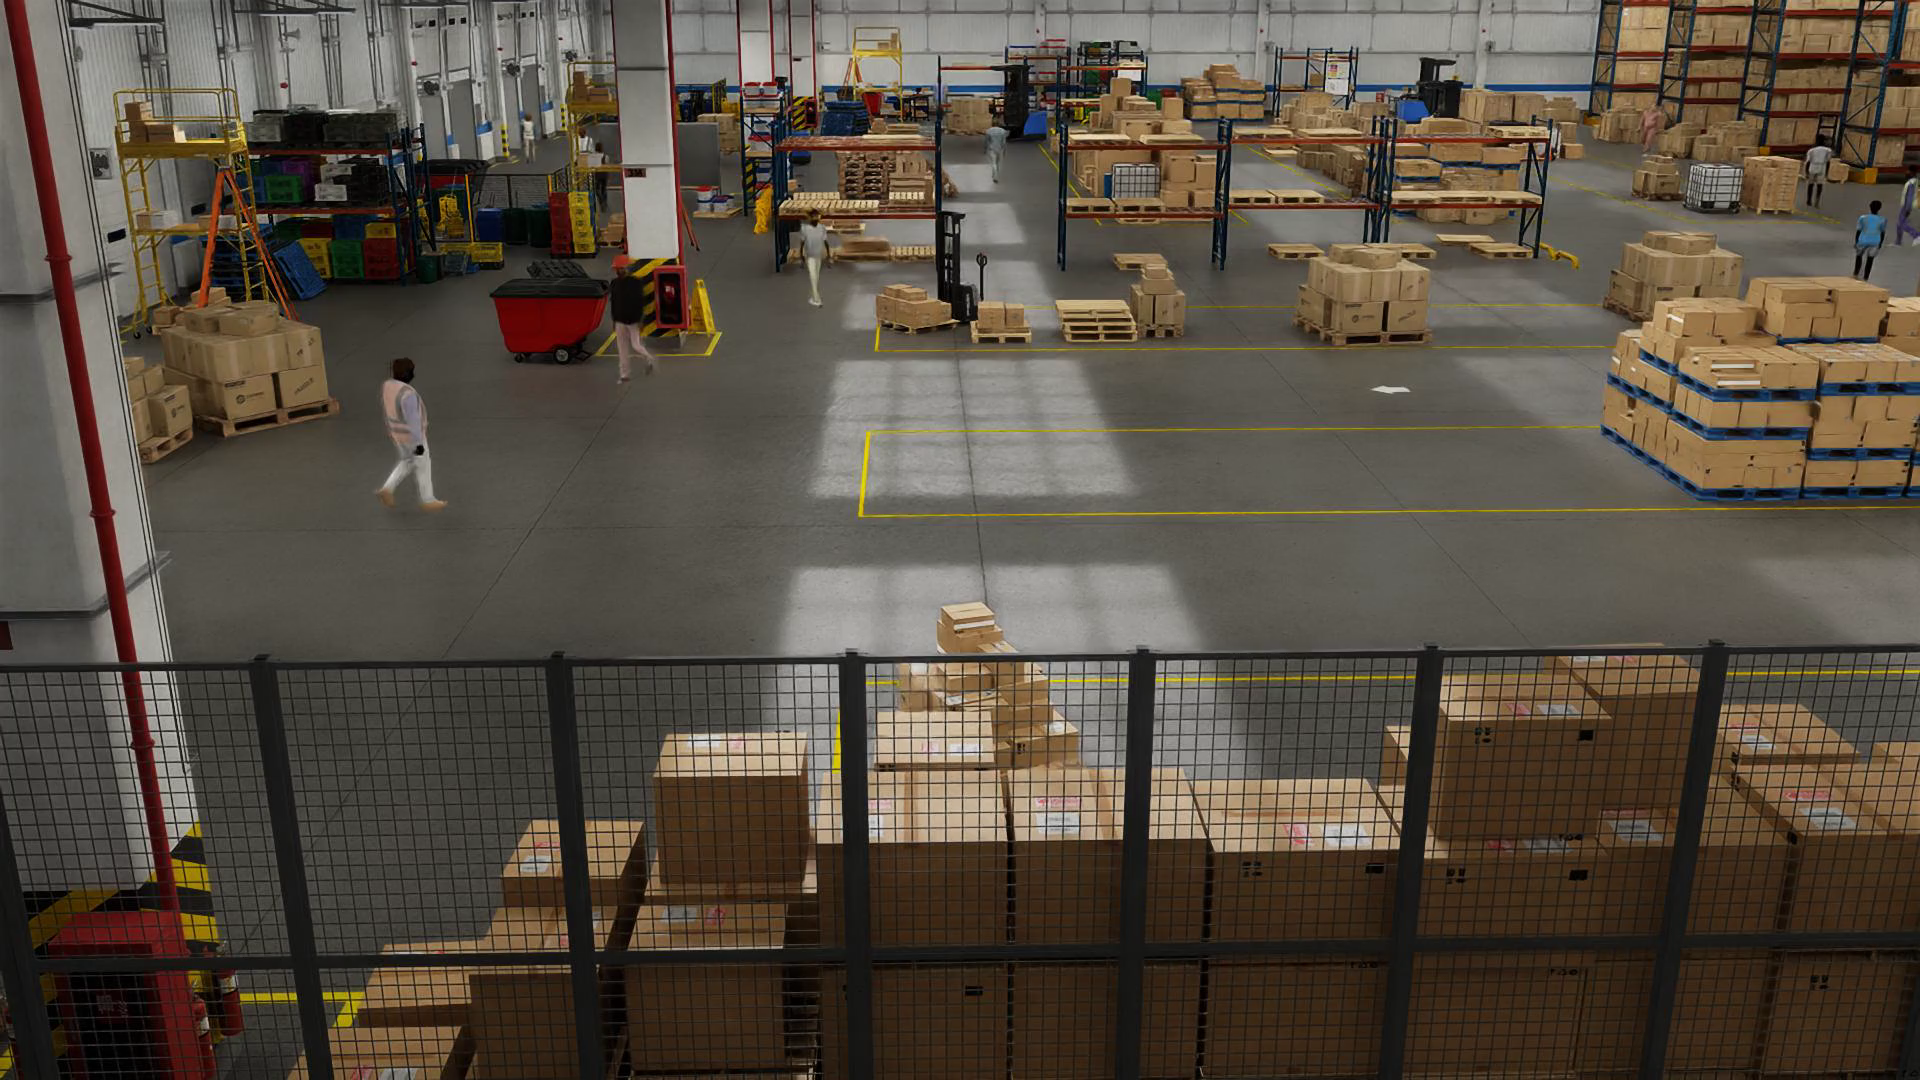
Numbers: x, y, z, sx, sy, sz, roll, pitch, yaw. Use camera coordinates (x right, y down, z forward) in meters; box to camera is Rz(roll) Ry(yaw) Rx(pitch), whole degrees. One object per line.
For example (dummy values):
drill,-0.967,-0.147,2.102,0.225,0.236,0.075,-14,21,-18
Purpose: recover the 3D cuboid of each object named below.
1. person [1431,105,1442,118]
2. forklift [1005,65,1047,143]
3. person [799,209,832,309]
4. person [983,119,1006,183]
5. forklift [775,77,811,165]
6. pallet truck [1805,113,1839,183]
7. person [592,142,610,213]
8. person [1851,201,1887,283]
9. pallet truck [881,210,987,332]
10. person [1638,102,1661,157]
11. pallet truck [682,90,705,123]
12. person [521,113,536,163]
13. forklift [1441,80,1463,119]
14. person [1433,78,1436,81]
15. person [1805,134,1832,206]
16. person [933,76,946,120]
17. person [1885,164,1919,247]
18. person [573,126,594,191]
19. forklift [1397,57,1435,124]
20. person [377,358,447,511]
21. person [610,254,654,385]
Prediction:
person,15.891,-13.459,55.286,0.624,1.945,0.734,5,19,15
forklift,2.267,-16.490,62.791,1.873,2.768,1.129,-10,21,-27
person,-2.668,-5.239,31.037,0.555,1.822,0.946,-9,20,-24
person,1.037,-11.826,50.483,0.635,1.884,1.014,-6,20,-17
forklift,-5.920,-13.893,55.085,1.873,2.768,1.129,-1,19,-1
pallet truck,26.403,-11.957,50.702,0.823,1.965,1.885,6,19,16
person,-9.461,-9.529,43.751,0.545,1.830,0.429,-13,22,-33
person,18.338,-6.012,33.567,0.554,1.659,0.797,7,20,20
pallet truck,-0.493,-4.759,29.349,1.885,1.965,0.823,-13,23,-34
person,24.034,-14.314,57.943,0.673,1.878,0.841,15,24,38
pallet truck,-9.671,-15.907,62.421,0.823,1.965,1.885,5,19,15
person,-14.478,-13.497,55.853,0.513,1.614,0.742,-4,19,-12
forklift,15.639,-13.239,53.146,1.873,2.768,1.129,-1,19,-1
person,20.058,-18.713,70.895,0.936,1.908,0.641,3,19,9
person,23.133,-9.967,44.872,0.613,1.945,0.708,7,20,20
person,-0.888,-19.304,72.630,0.553,1.916,0.747,0,19,-1
person,21.678,-7.610,37.959,0.618,1.902,0.595,11,22,29
person,-10.832,-10.955,47.904,0.584,1.882,0.337,1,19,3
forklift,19.208,-18.500,68.752,1.873,2.768,1.129,-1,19,-1
person,-6.328,-1.192,19.025,0.658,1.817,0.633,-17,25,-42
person,-5.014,-3.356,25.210,0.634,1.979,0.672,9,20,24
